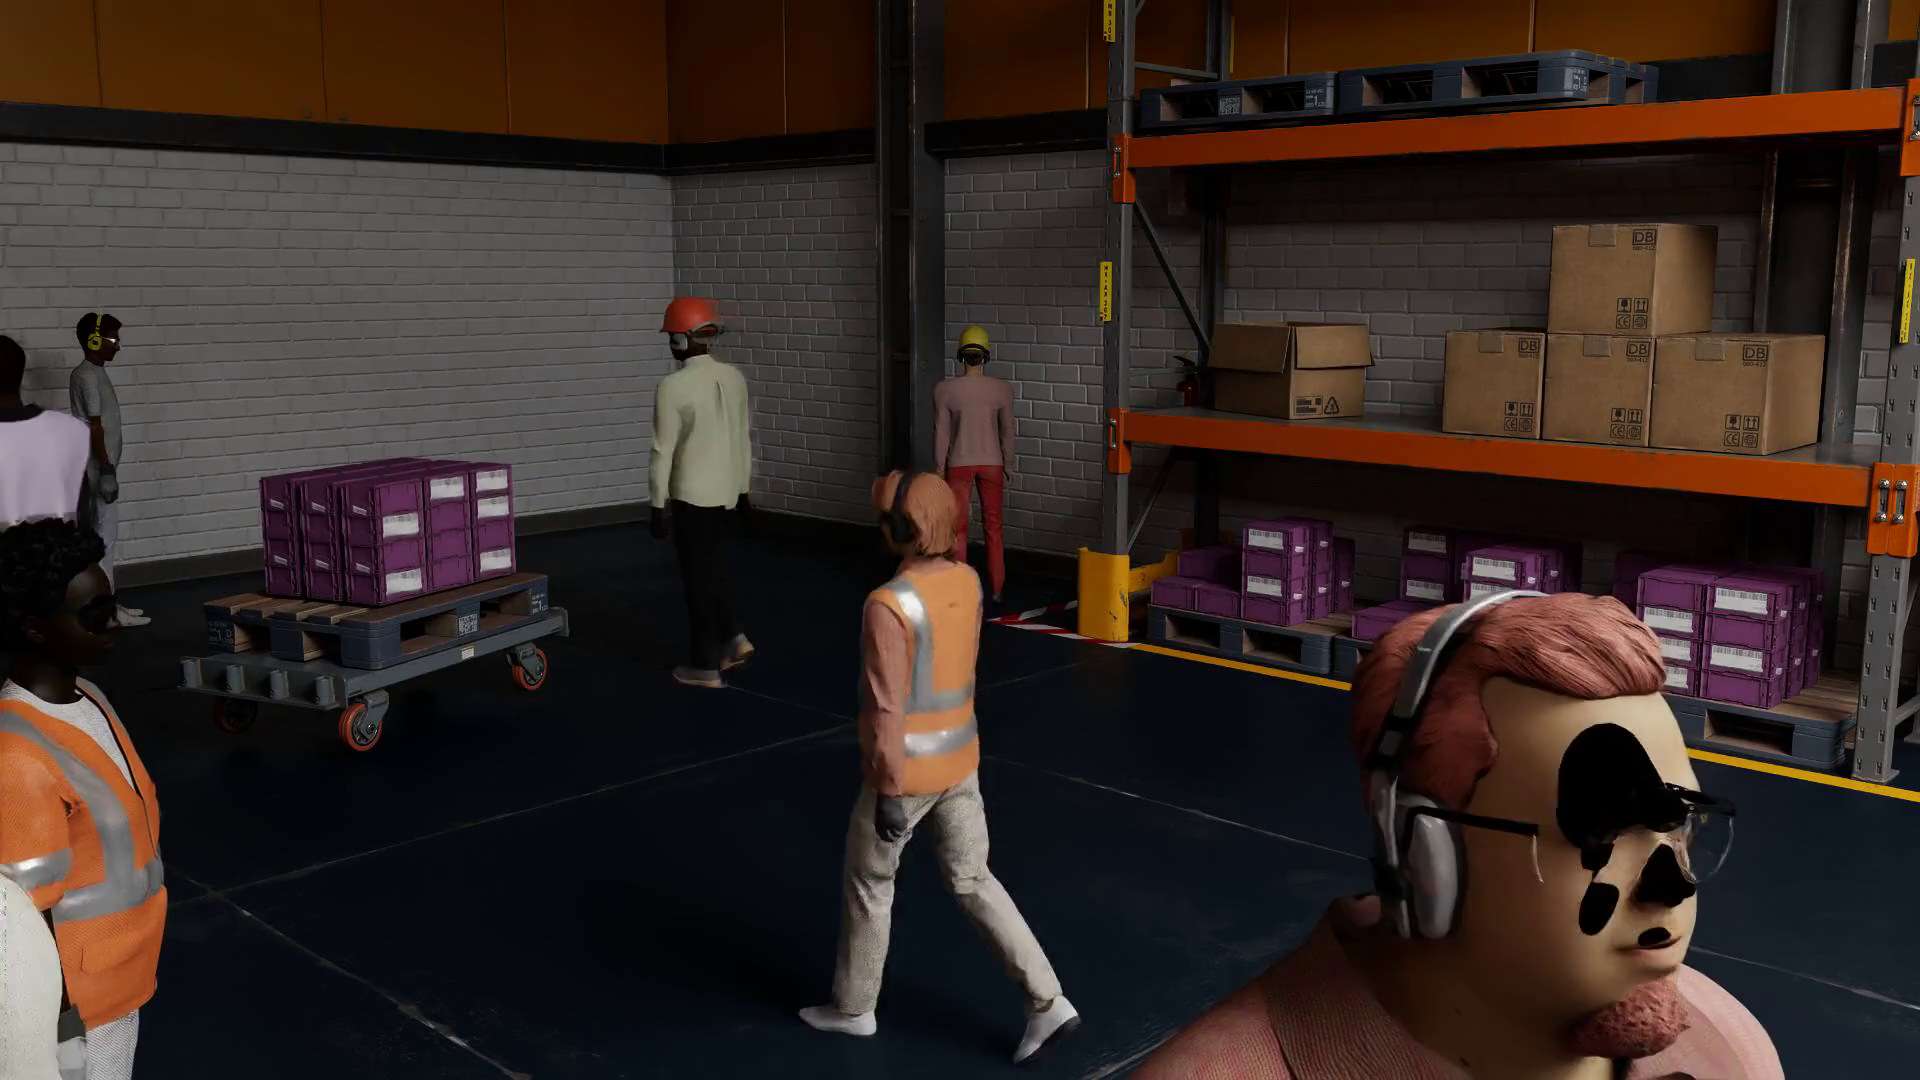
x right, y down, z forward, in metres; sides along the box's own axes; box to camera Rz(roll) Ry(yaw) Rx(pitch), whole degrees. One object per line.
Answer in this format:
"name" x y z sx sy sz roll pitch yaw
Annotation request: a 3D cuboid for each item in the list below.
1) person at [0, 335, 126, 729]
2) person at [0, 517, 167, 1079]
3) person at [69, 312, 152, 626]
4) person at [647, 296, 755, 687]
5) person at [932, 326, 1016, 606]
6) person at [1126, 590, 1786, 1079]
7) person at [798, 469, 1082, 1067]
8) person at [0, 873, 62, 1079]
"person" -3.557 0.149 6.376 0.951 1.887 0.587 6 11 34
"person" -1.565 0.803 2.945 0.319 1.696 0.532 -3 10 -18
"person" -5.084 -0.414 9.895 0.329 1.865 0.515 -6 11 -32
"person" -1.328 -0.232 8.408 0.437 1.979 0.647 6 11 33
"person" 0.085 -0.455 10.445 0.532 1.768 0.311 -1 9 -8
"person" 0.371 0.978 1.218 0.641 1.912 0.408 -5 10 -28
"person" -0.053 0.607 4.420 0.806 1.606 0.527 6 11 32
"person" -1.158 0.933 1.562 0.963 1.901 0.630 9 13 44
